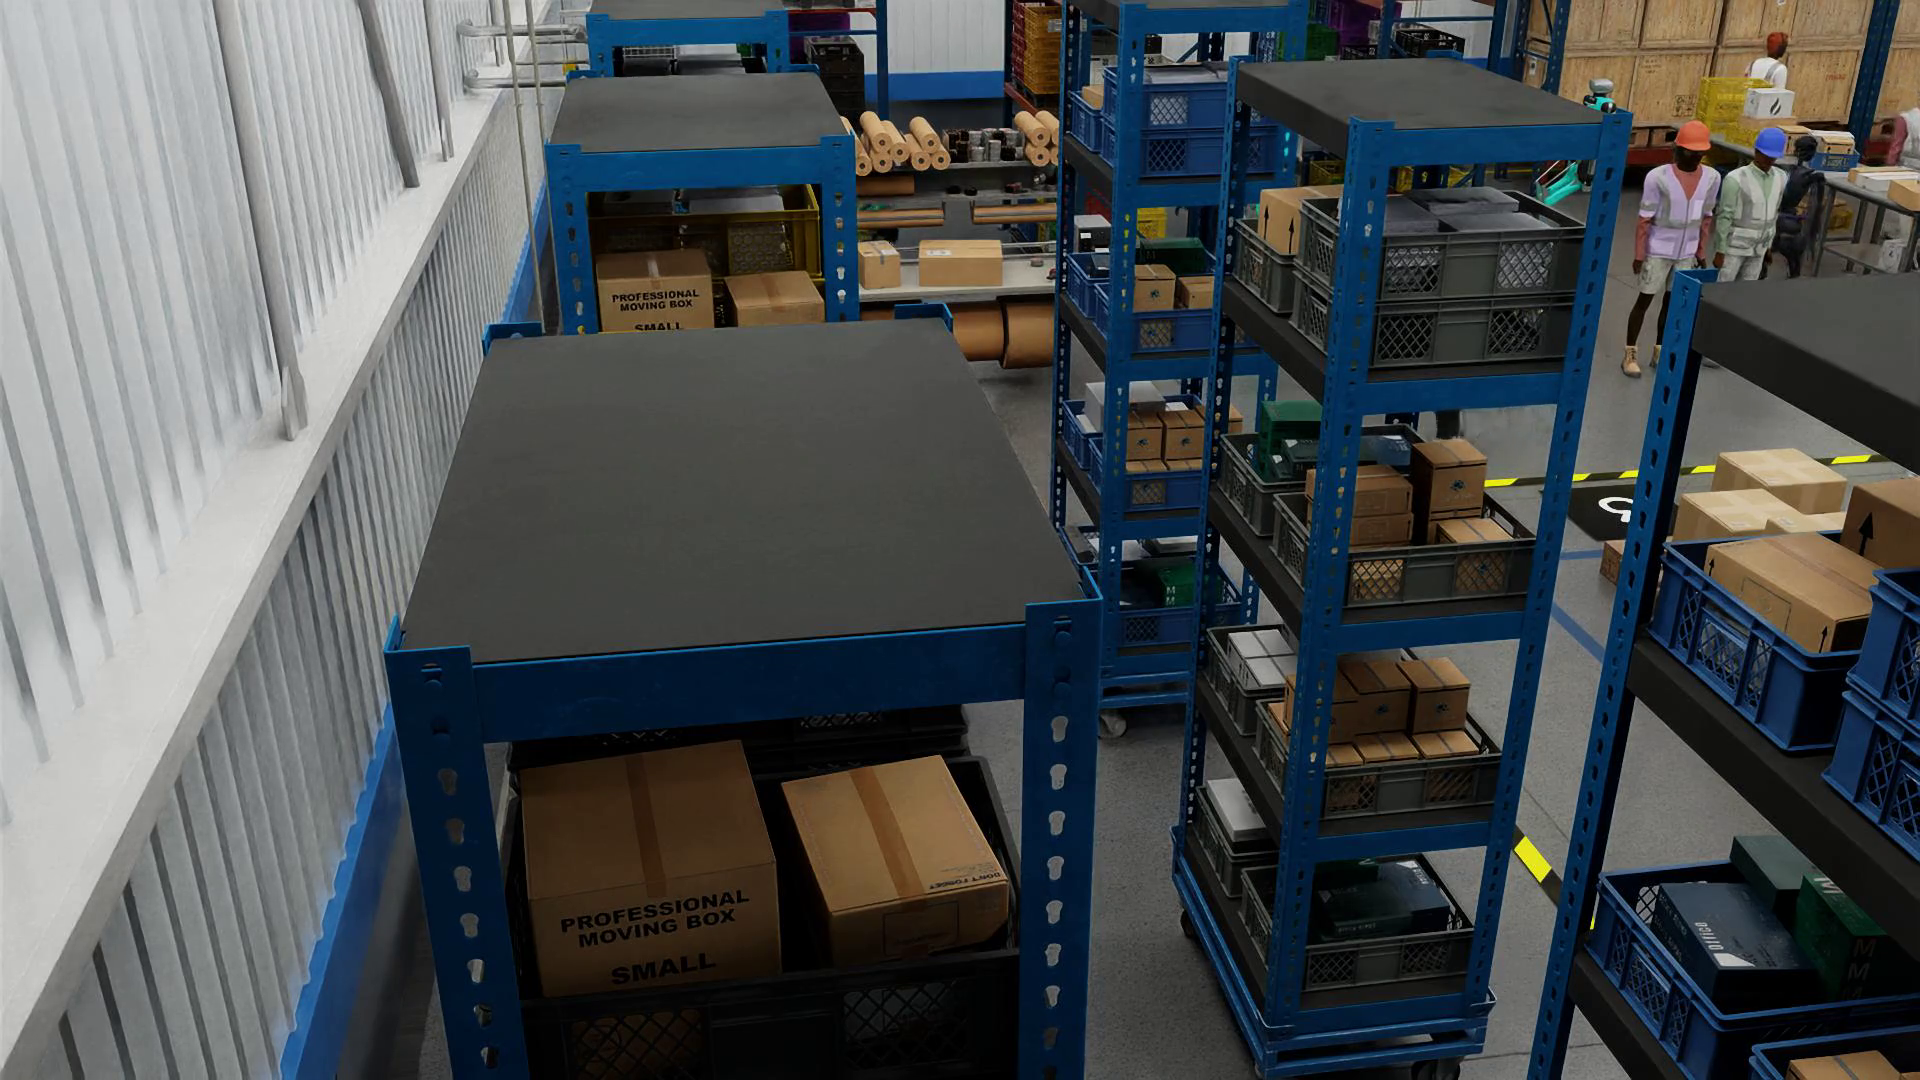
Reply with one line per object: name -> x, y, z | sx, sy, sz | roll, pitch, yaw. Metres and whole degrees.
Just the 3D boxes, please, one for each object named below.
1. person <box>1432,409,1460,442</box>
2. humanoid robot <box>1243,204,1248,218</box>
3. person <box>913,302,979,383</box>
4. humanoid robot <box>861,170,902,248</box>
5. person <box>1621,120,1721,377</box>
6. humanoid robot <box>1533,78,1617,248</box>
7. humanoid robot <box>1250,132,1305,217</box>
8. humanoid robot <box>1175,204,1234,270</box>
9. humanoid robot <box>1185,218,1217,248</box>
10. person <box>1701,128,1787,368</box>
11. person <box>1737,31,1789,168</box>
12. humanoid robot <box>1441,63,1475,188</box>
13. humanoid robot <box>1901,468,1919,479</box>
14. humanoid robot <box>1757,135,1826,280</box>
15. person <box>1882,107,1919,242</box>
person -> 3.379, -1.444, 11.560 | 0.550, 1.836, 0.591 | -5, 25, -10
humanoid robot -> 2.860, -3.549, 16.292 | 0.537, 1.823, 0.676 | 3, 25, 7
person -> -0.174, -0.328, 9.003 | 0.616, 1.941, 0.739 | 8, 26, 16
humanoid robot -> -0.862, -2.277, 13.566 | 1.039, 1.779, 0.536 | -6, 25, -12
person -> 5.632, -2.282, 13.139 | 0.608, 2.042, 0.394 | -2, 25, -4
humanoid robot -> 5.984, -3.686, 16.438 | 0.741, 1.689, 0.533 | -2, 25, -4
humanoid robot -> 2.944, -3.214, 15.490 | 0.530, 1.760, 0.713 | 1, 25, 3
humanoid robot -> 2.362, -3.332, 15.916 | 0.603, 1.649, 0.564 | 3, 25, 7
humanoid robot -> 2.494, -3.770, 16.751 | 0.541, 1.805, 0.676 | 16, 29, 31
person -> 6.336, -2.358, 13.428 | 0.603, 1.938, 0.408 | -9, 26, -18
person -> 8.988, -4.723, 18.634 | 0.356, 1.881, 0.587 | -4, 25, -9
humanoid robot -> 5.410, -4.391, 18.226 | 0.791, 1.628, 0.585 | 3, 25, 7
humanoid robot -> 6.443, -1.131, 10.839 | 0.735, 1.677, 0.533 | -12, 27, -25
humanoid robot -> 7.140, -2.676, 14.447 | 0.412, 1.640, 0.613 | -18, 30, -34
person -> 9.491, -3.675, 16.466 | 0.589, 1.792, 0.892 | -1, 25, -2
